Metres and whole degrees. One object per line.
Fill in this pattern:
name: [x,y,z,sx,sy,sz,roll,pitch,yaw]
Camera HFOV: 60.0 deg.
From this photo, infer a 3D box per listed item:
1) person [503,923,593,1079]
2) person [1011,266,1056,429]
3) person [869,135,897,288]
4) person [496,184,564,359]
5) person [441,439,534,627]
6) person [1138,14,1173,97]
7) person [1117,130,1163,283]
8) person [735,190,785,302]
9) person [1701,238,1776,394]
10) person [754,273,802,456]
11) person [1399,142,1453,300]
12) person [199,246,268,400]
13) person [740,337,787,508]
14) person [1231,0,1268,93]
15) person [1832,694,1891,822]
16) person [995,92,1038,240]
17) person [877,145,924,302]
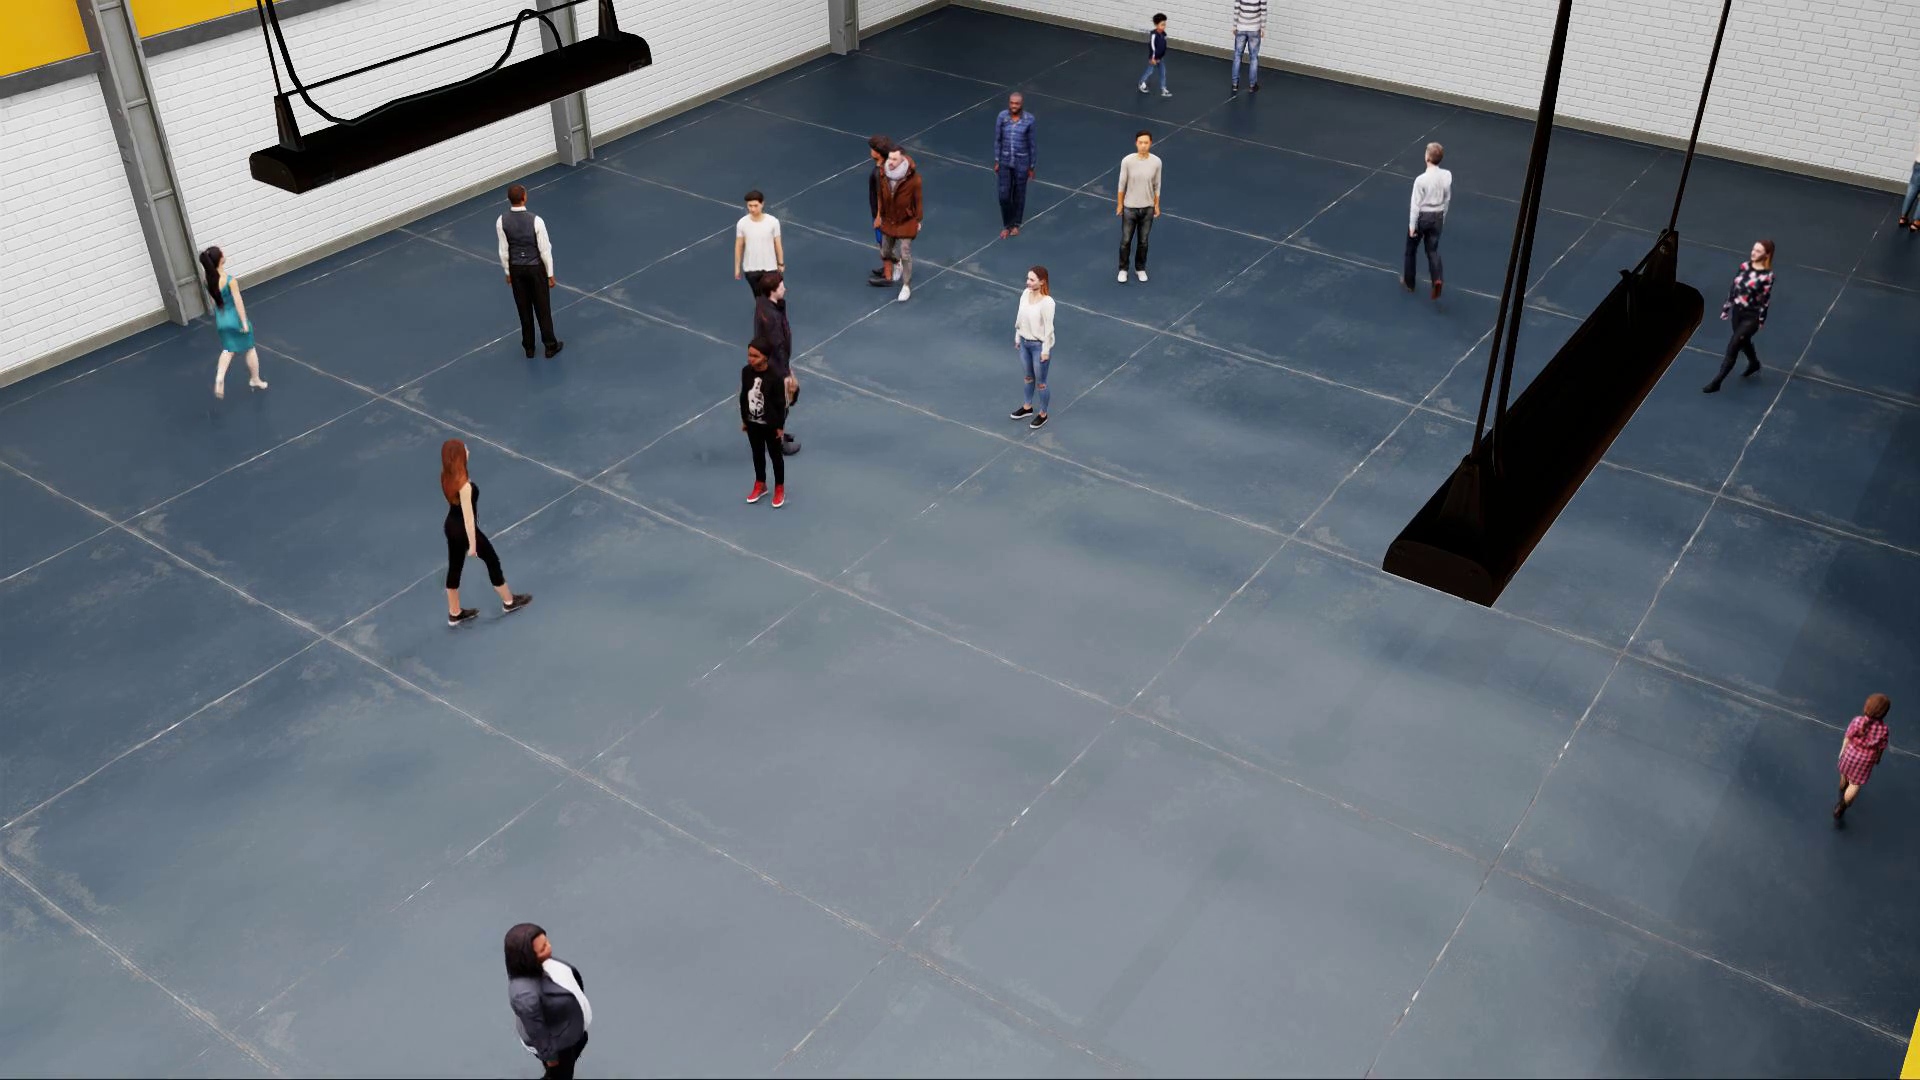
person: [-2.417,2.779,9.499,0.870,1.585,0.819,-9,35,-13]
person: [0.746,-1.930,16.487,0.625,1.692,0.666,-26,41,-33]
person: [-0.871,-3.810,19.219,0.748,1.799,0.645,5,34,8]
person: [-4.595,-2.856,17.678,0.784,1.917,0.792,0,34,1]
person: [-4.144,-0.025,13.614,0.710,1.701,0.982,29,43,36]
person: [2.918,-7.298,25.001,0.833,1.208,0.720,-24,41,-32]
person: [2.071,-3.897,19.339,0.737,1.811,0.762,-1,34,-1]
person: [-2.168,-3.027,18.151,1.007,1.678,1.183,3,34,4]
person: [8.160,-2.316,17.112,1.150,1.644,0.960,-12,35,-17]
person: [-1.844,-1.656,15.875,0.879,1.914,0.836,-9,35,-13]
person: [5.346,-3.594,18.894,1.056,1.801,1.091,-8,34,-12]
person: [-7.439,-2.167,16.869,0.749,1.664,0.967,9,35,13]
person: [-1.796,-1.099,15.252,0.650,1.675,0.626,11,35,16]
person: [4.344,-7.710,25.040,0.702,1.850,0.635,10,35,15]
person: [6.427,1.548,11.872,0.459,1.009,0.753,25,41,33]
person: [0.694,-4.653,20.480,0.813,1.808,0.833,7,34,10]
person: [-0.656,-3.649,18.961,0.826,1.817,0.918,10,35,15]
